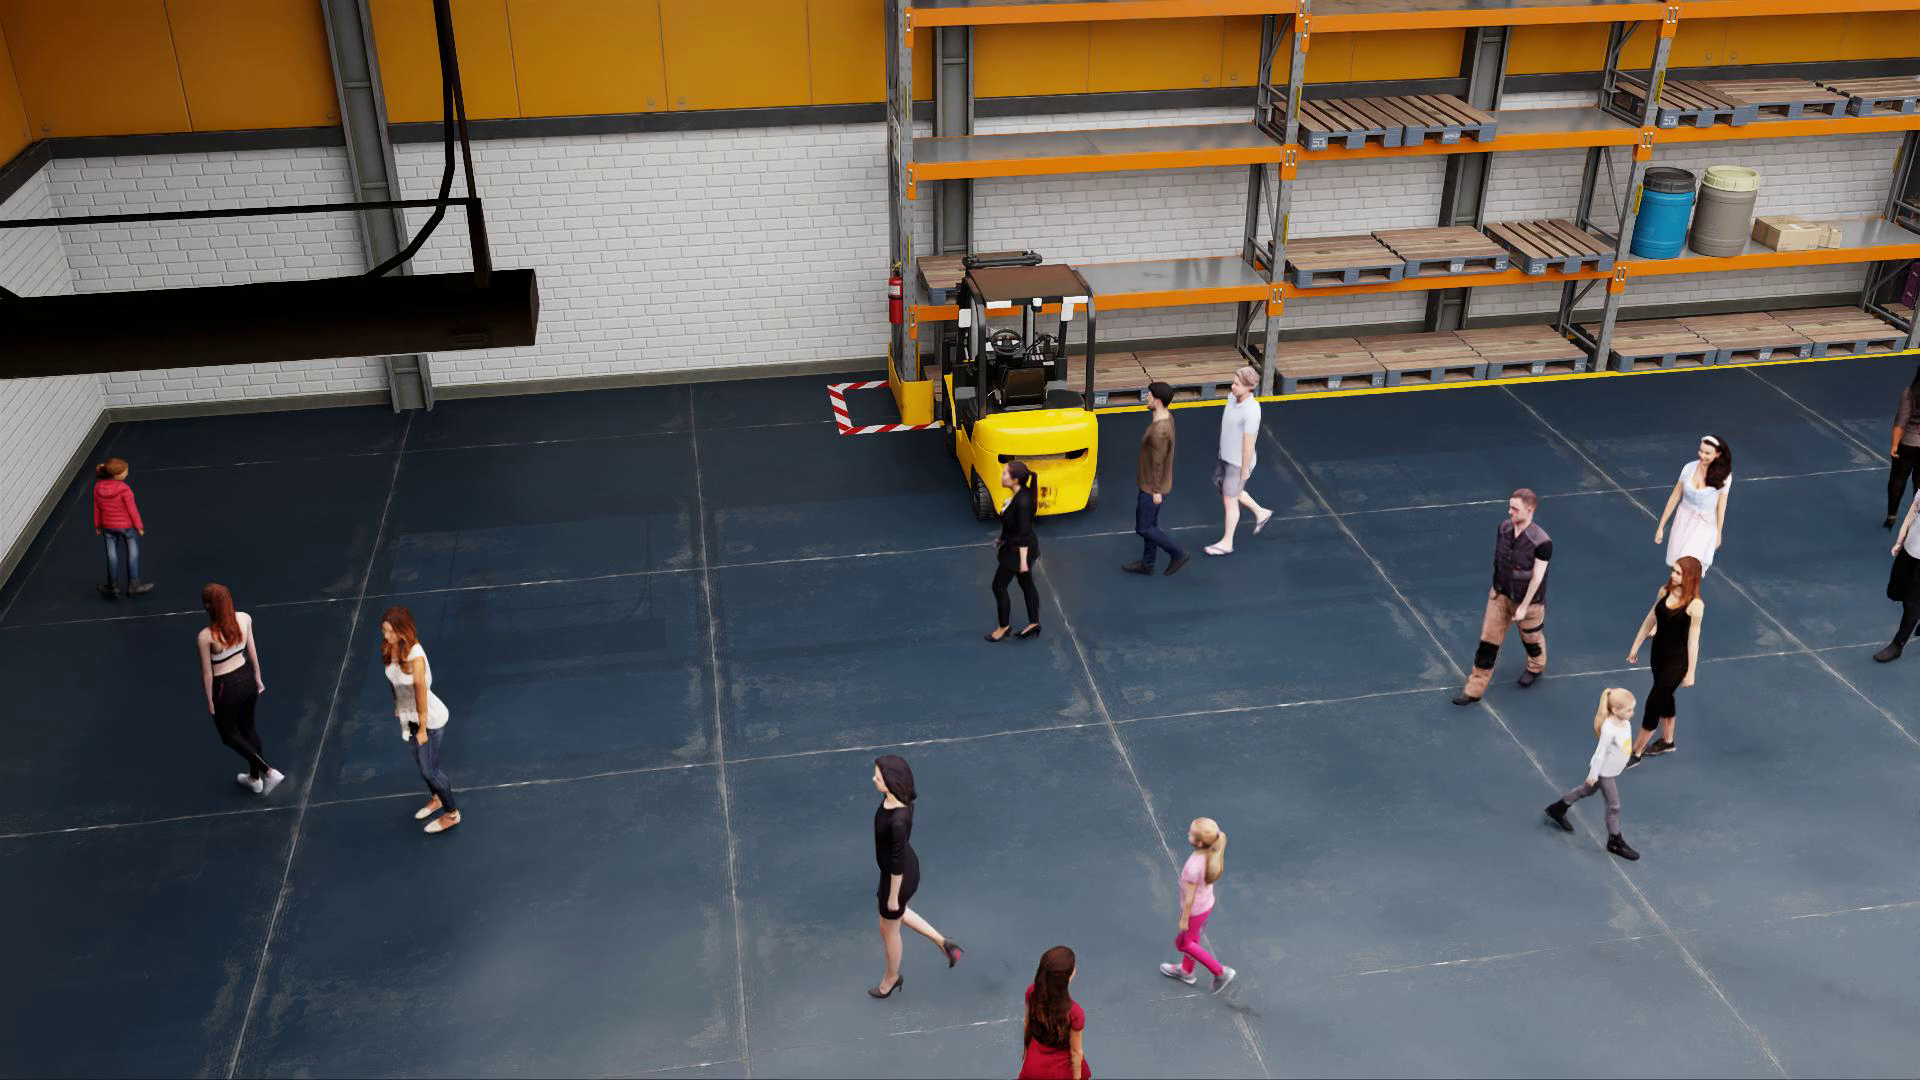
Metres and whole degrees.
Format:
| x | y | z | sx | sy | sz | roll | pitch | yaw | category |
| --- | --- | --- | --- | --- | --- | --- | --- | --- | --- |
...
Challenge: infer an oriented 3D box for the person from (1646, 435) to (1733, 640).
| x | y | z | sx | sy | sz | roll | pitch | yaw | category |
| --- | --- | --- | --- | --- | --- | --- | --- | --- | --- |
| 6.119 | -0.058 | 13.802 | 1.259 | 1.763 | 1.037 | -23 | 36 | -35 | person |

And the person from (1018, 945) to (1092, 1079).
| x | y | z | sx | sy | sz | roll | pitch | yaw | category |
| --- | --- | --- | --- | --- | --- | --- | --- | --- | --- |
| 0.448 | 2.808 | 8.792 | 0.955 | 1.530 | 1.013 | 18 | 33 | 30 | person |

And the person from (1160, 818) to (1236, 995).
| x | y | z | sx | sy | sz | roll | pitch | yaw | category |
| --- | --- | --- | --- | --- | --- | --- | --- | --- | --- |
| 1.487 | 2.237 | 10.115 | 0.803 | 1.265 | 0.715 | 14 | 32 | 24 | person |

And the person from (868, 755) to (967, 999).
| x | y | z | sx | sy | sz | roll | pitch | yaw | category |
| --- | --- | --- | --- | --- | --- | --- | --- | --- | --- |
| -0.293 | 2.038 | 9.932 | 0.882 | 1.789 | 0.693 | 0 | 29 | 0 | person |

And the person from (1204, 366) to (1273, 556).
| x | y | z | sx | sy | sz | roll | pitch | yaw | category |
| --- | --- | --- | --- | --- | --- | --- | --- | --- | --- |
| 2.578 | -0.728 | 14.977 | 0.912 | 1.814 | 0.670 | -6 | 29 | -11 | person |

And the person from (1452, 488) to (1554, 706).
| x | y | z | sx | sy | sz | roll | pitch | yaw | category |
| --- | --- | --- | --- | --- | --- | --- | --- | --- | --- |
| 4.397 | 0.428 | 12.886 | 1.308 | 1.787 | 1.046 | -19 | 34 | -31 | person |

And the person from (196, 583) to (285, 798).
| x | y | z | sx | sy | sz | roll | pitch | yaw | category |
| --- | --- | --- | --- | --- | --- | --- | --- | --- | --- |
| -5.046 | 1.099 | 11.710 | 0.938 | 1.735 | 0.867 | 17 | 33 | 28 | person |

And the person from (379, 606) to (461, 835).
| x | y | z | sx | sy | sz | roll | pitch | yaw | category |
| --- | --- | --- | --- | --- | --- | --- | --- | --- | --- |
| -3.680 | 1.207 | 11.466 | 0.742 | 1.779 | 0.695 | -25 | 37 | -37 | person |

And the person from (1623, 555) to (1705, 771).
| x | y | z | sx | sy | sz | roll | pitch | yaw | category |
| --- | --- | --- | --- | --- | --- | --- | --- | --- | --- |
| 5.267 | 0.872 | 12.155 | 0.897 | 1.708 | 0.665 | -8 | 30 | -14 | person |

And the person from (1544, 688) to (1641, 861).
| x | y | z | sx | sy | sz | roll | pitch | yaw | category |
| --- | --- | --- | --- | --- | --- | --- | --- | --- | --- |
| 4.361 | 1.543 | 11.397 | 0.925 | 1.256 | 0.891 | 21 | 35 | 33 | person |

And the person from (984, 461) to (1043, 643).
| x | y | z | sx | sy | sz | roll | pitch | yaw | category |
| --- | --- | --- | --- | --- | --- | --- | --- | --- | --- |
| 0.569 | 0.109 | 13.623 | 0.783 | 1.641 | 0.699 | 3 | 29 | 6 | person |

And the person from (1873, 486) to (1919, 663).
| x | y | z | sx | sy | sz | roll | pitch | yaw | category |
| --- | --- | --- | --- | --- | --- | --- | --- | --- | --- |
| 7.832 | 0.117 | 13.395 | 0.985 | 1.846 | 0.757 | -9 | 30 | -16 | person |

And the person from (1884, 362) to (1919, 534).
| x | y | z | sx | sy | sz | roll | pitch | yaw | category |
| --- | --- | --- | --- | --- | --- | --- | --- | --- | --- |
| 8.717 | -0.798 | 15.103 | 0.991 | 1.816 | 0.974 | 10 | 30 | 18 | person |

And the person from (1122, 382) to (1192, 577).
| x | y | z | sx | sy | sz | roll | pitch | yaw | category |
| --- | --- | --- | --- | --- | --- | --- | --- | --- | --- |
| 1.769 | -0.499 | 14.492 | 0.951 | 1.877 | 0.825 | 5 | 29 | 10 | person |

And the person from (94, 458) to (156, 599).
| x | y | z | sx | sy | sz | roll | pitch | yaw | category |
| --- | --- | --- | --- | --- | --- | --- | --- | --- | --- |
| -7.310 | -0.096 | 14.355 | 0.527 | 1.300 | 0.767 | -2 | 29 | -4 | person |
